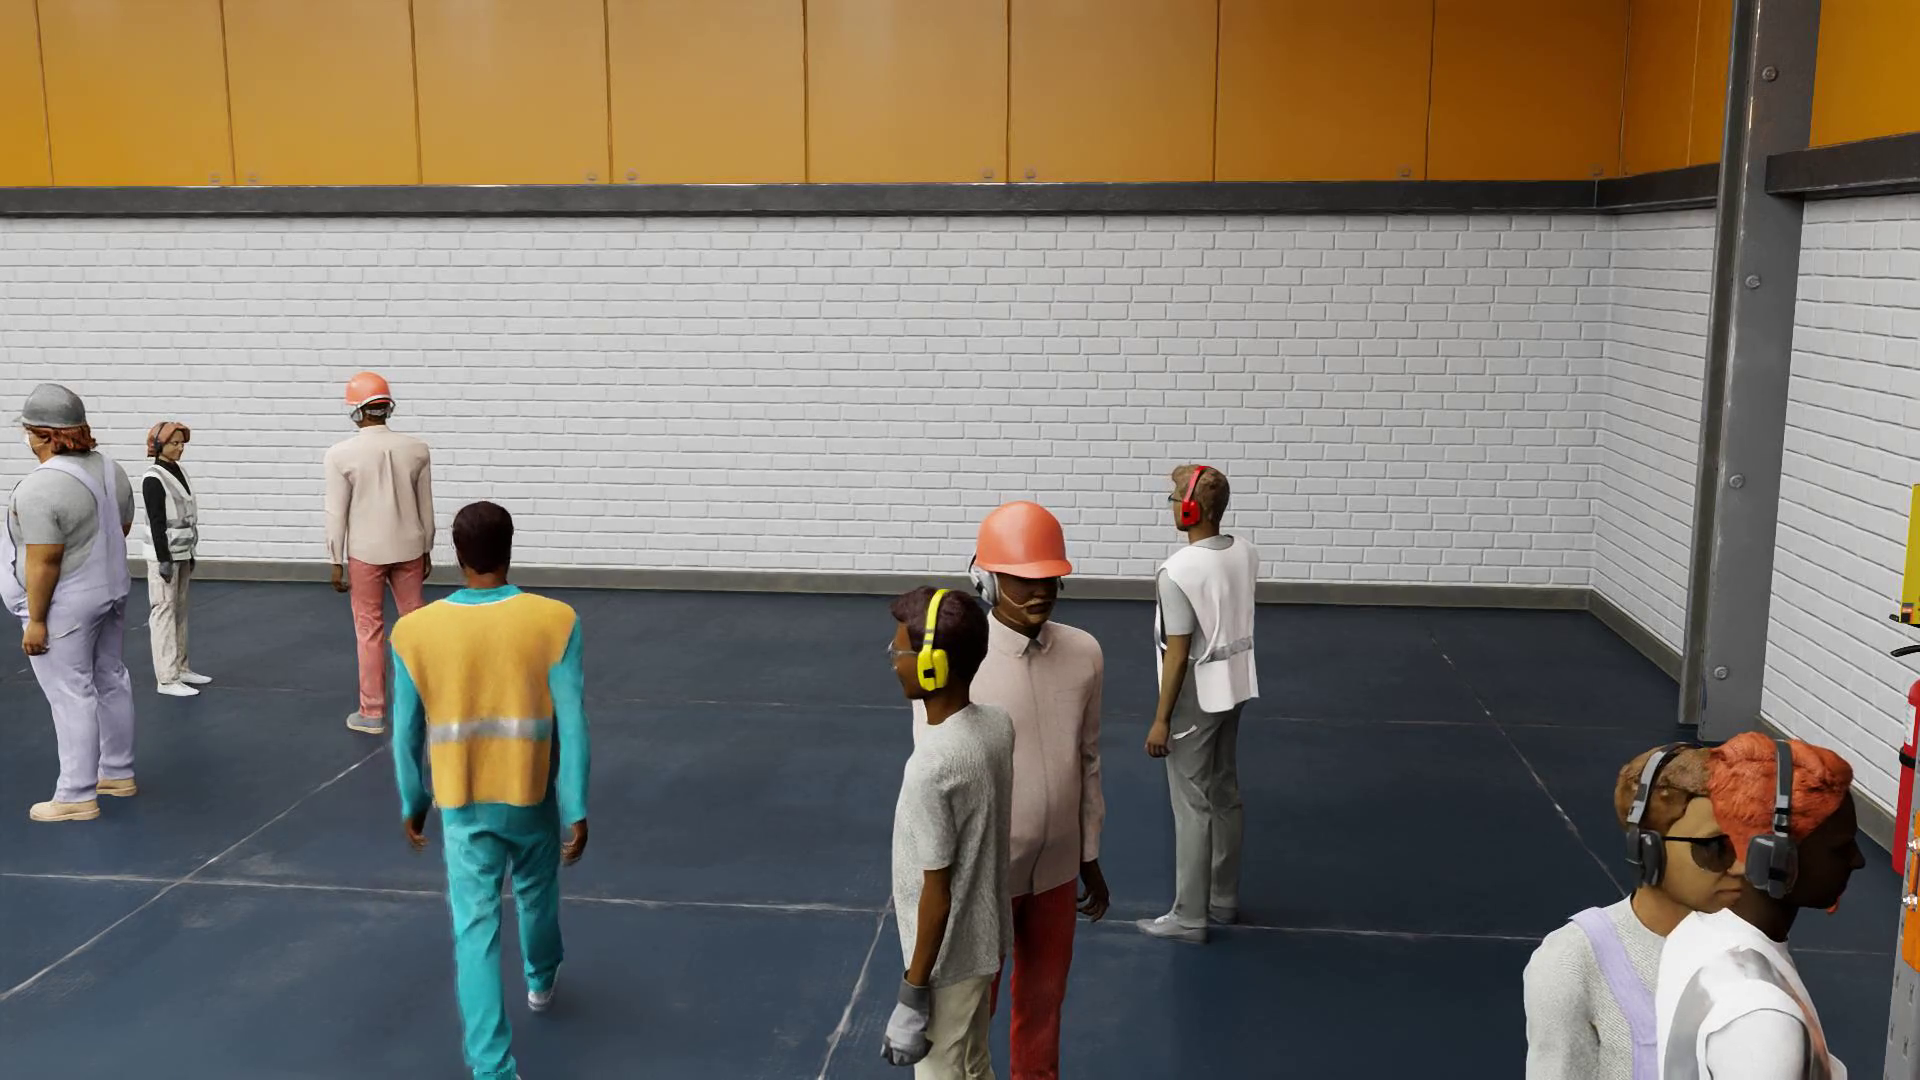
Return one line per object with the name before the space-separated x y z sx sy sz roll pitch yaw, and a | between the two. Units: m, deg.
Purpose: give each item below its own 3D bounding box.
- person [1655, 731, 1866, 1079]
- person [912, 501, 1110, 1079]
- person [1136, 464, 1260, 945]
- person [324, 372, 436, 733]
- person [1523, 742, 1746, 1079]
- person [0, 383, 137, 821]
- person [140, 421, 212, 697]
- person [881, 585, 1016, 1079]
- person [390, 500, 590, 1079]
person | 1.263 1.237 2.777 0.337 1.882 0.583 2 10 10
person | 0.148 0.880 4.507 0.611 1.995 0.375 -7 12 -34
person | 0.930 0.628 6.367 0.390 1.849 0.565 8 13 39
person | -3.206 0.066 9.213 0.610 1.984 0.415 -9 14 -43
person | 1.178 1.244 2.847 0.508 1.847 0.345 -5 11 -24
person | -4.202 0.283 7.790 0.537 2.000 0.683 1 10 4
person | -4.712 0.108 9.952 0.314 1.636 0.515 -1 10 -8
person | -0.041 1.025 4.035 0.328 1.871 0.510 3 10 19
person | -1.497 0.805 5.355 0.613 1.846 1.101 -2 10 -11
